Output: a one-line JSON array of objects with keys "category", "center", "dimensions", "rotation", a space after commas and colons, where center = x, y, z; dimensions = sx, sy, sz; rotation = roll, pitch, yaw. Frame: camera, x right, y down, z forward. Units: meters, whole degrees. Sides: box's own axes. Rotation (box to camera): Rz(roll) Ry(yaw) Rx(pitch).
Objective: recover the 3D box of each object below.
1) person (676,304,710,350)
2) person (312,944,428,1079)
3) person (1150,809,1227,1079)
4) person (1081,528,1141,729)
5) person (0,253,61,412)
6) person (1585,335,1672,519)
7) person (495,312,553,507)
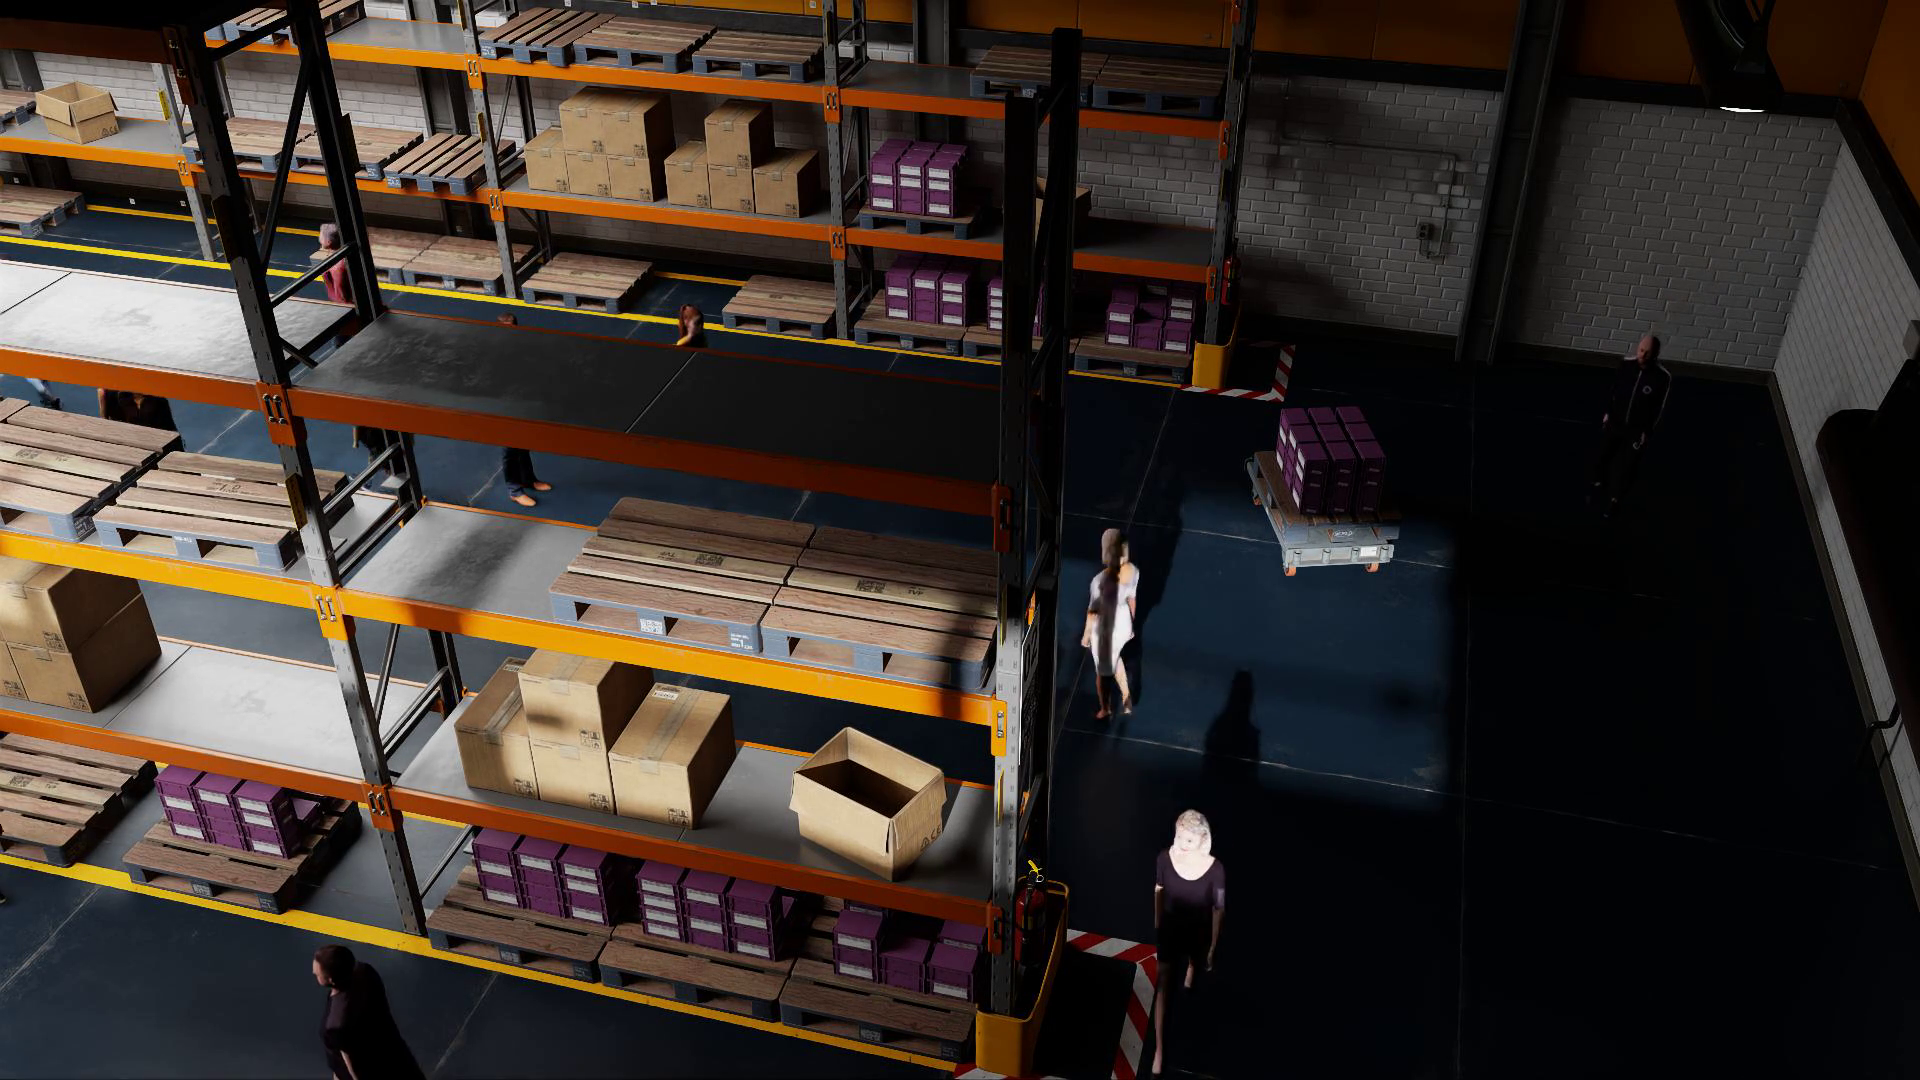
[{"category": "person", "center": [-2.518, -1.374, 15.426], "dimensions": [1.027, 1.729, 0.762], "rotation": [18, 37, 24]}, {"category": "person", "center": [-3.095, 2.840, 9.032], "dimensions": [1.273, 1.789, 0.869], "rotation": [1, 34, 2]}, {"category": "person", "center": [1.374, 2.276, 9.886], "dimensions": [1.090, 1.783, 0.636], "rotation": [9, 35, 13]}, {"category": "person", "center": [1.167, 0.706, 12.286], "dimensions": [0.707, 1.741, 0.762], "rotation": [-24, 40, -31]}, {"category": "person", "center": [-9.178, -1.992, 16.376], "dimensions": [1.018, 1.707, 0.824], "rotation": [25, 41, 33]}, {"category": "person", "center": [6.030, -1.046, 14.849], "dimensions": [0.728, 1.820, 0.830], "rotation": [26, 41, 33]}, {"category": "person", "center": [-4.060, -1.224, 15.090], "dimensions": [0.579, 1.850, 0.670], "rotation": [11, 35, 16]}]
